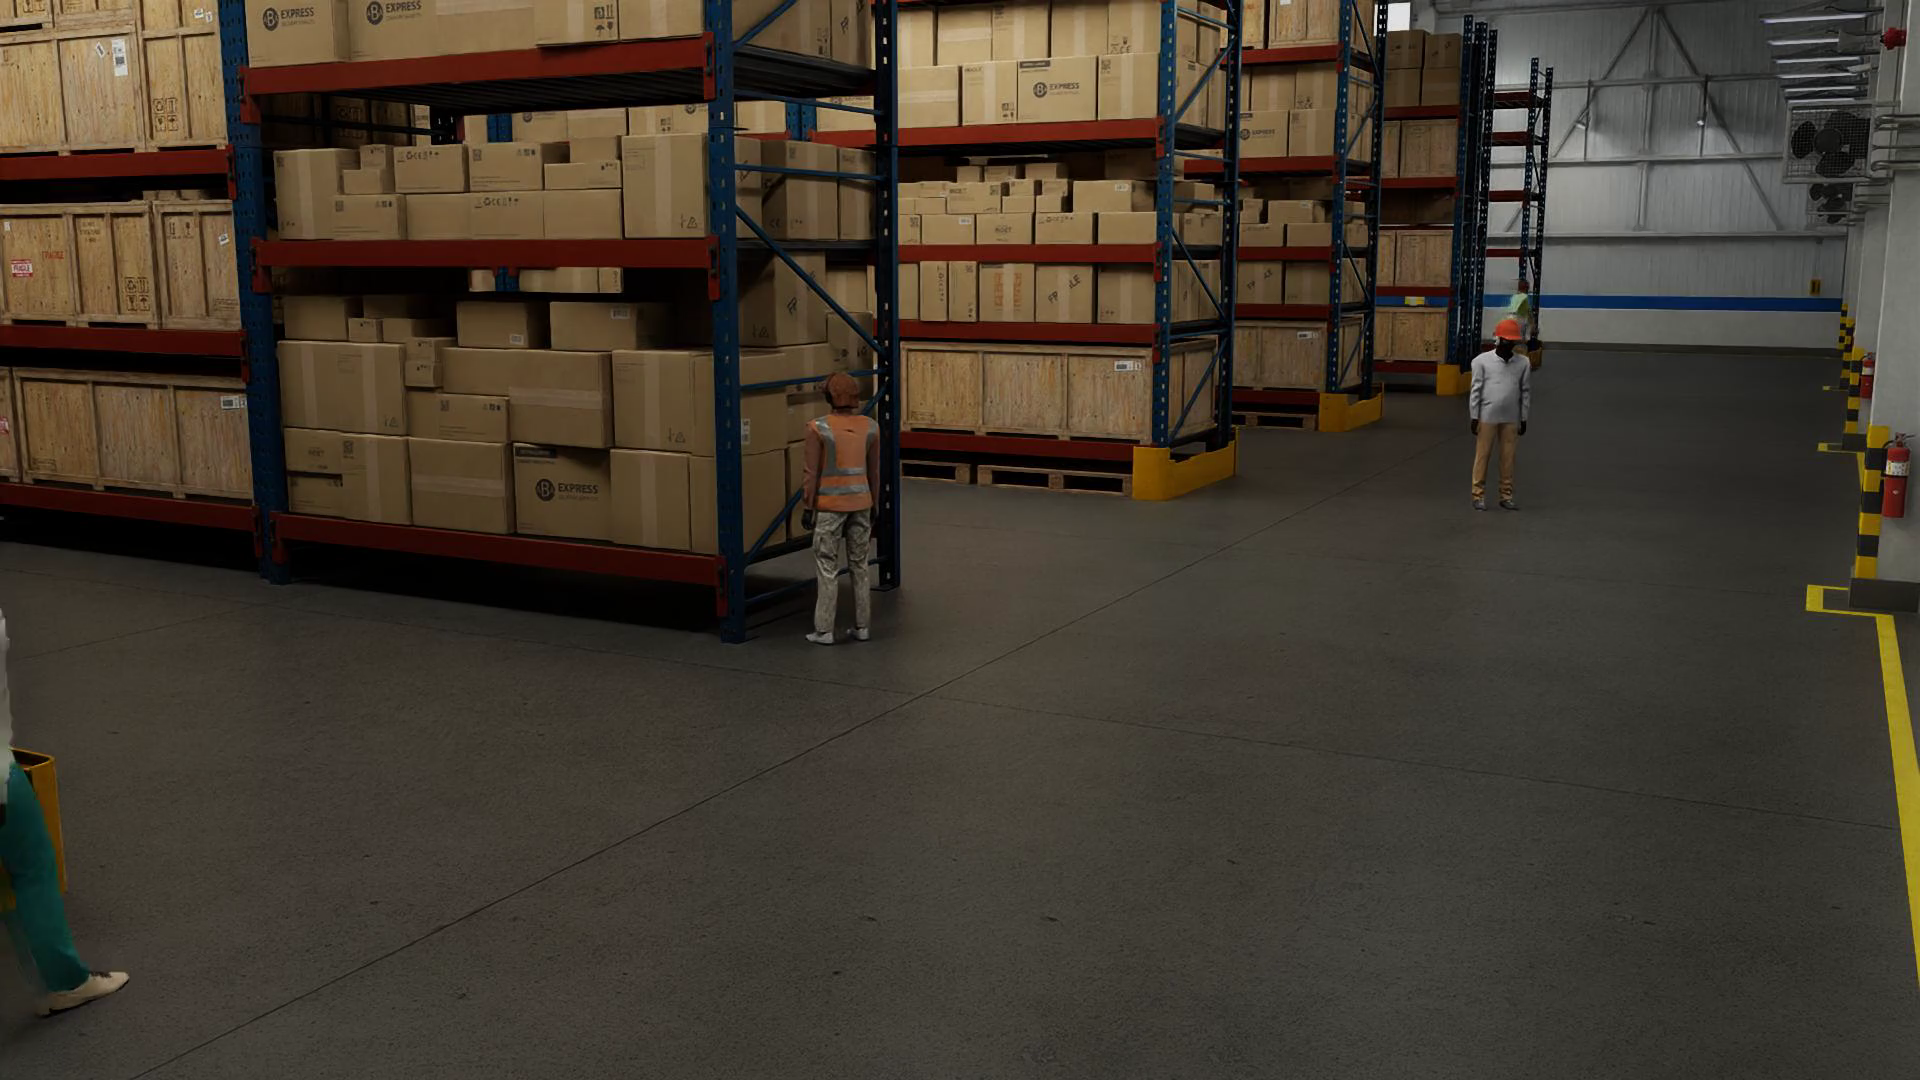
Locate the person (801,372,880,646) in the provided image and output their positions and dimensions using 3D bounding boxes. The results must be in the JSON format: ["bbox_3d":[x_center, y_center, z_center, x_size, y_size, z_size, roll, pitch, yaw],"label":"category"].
[{"bbox_3d":[-0.699,-0.184,9.930,0.526,1.631,0.320,-7,12,-34],"label":"person"}]

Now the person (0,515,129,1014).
[{"bbox_3d":[-2.933,0.648,4.807,0.521,1.730,0.874,4,10,21],"label":"person"}]

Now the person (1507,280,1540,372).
[{"bbox_3d":[10.951,-4.122,32.218,0.879,1.796,0.622,-1,10,-6],"label":"person"}]

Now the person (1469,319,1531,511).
[{"bbox_3d":[4.899,-1.129,15.072,0.563,1.743,0.351,-1,10,-4],"label":"person"}]
